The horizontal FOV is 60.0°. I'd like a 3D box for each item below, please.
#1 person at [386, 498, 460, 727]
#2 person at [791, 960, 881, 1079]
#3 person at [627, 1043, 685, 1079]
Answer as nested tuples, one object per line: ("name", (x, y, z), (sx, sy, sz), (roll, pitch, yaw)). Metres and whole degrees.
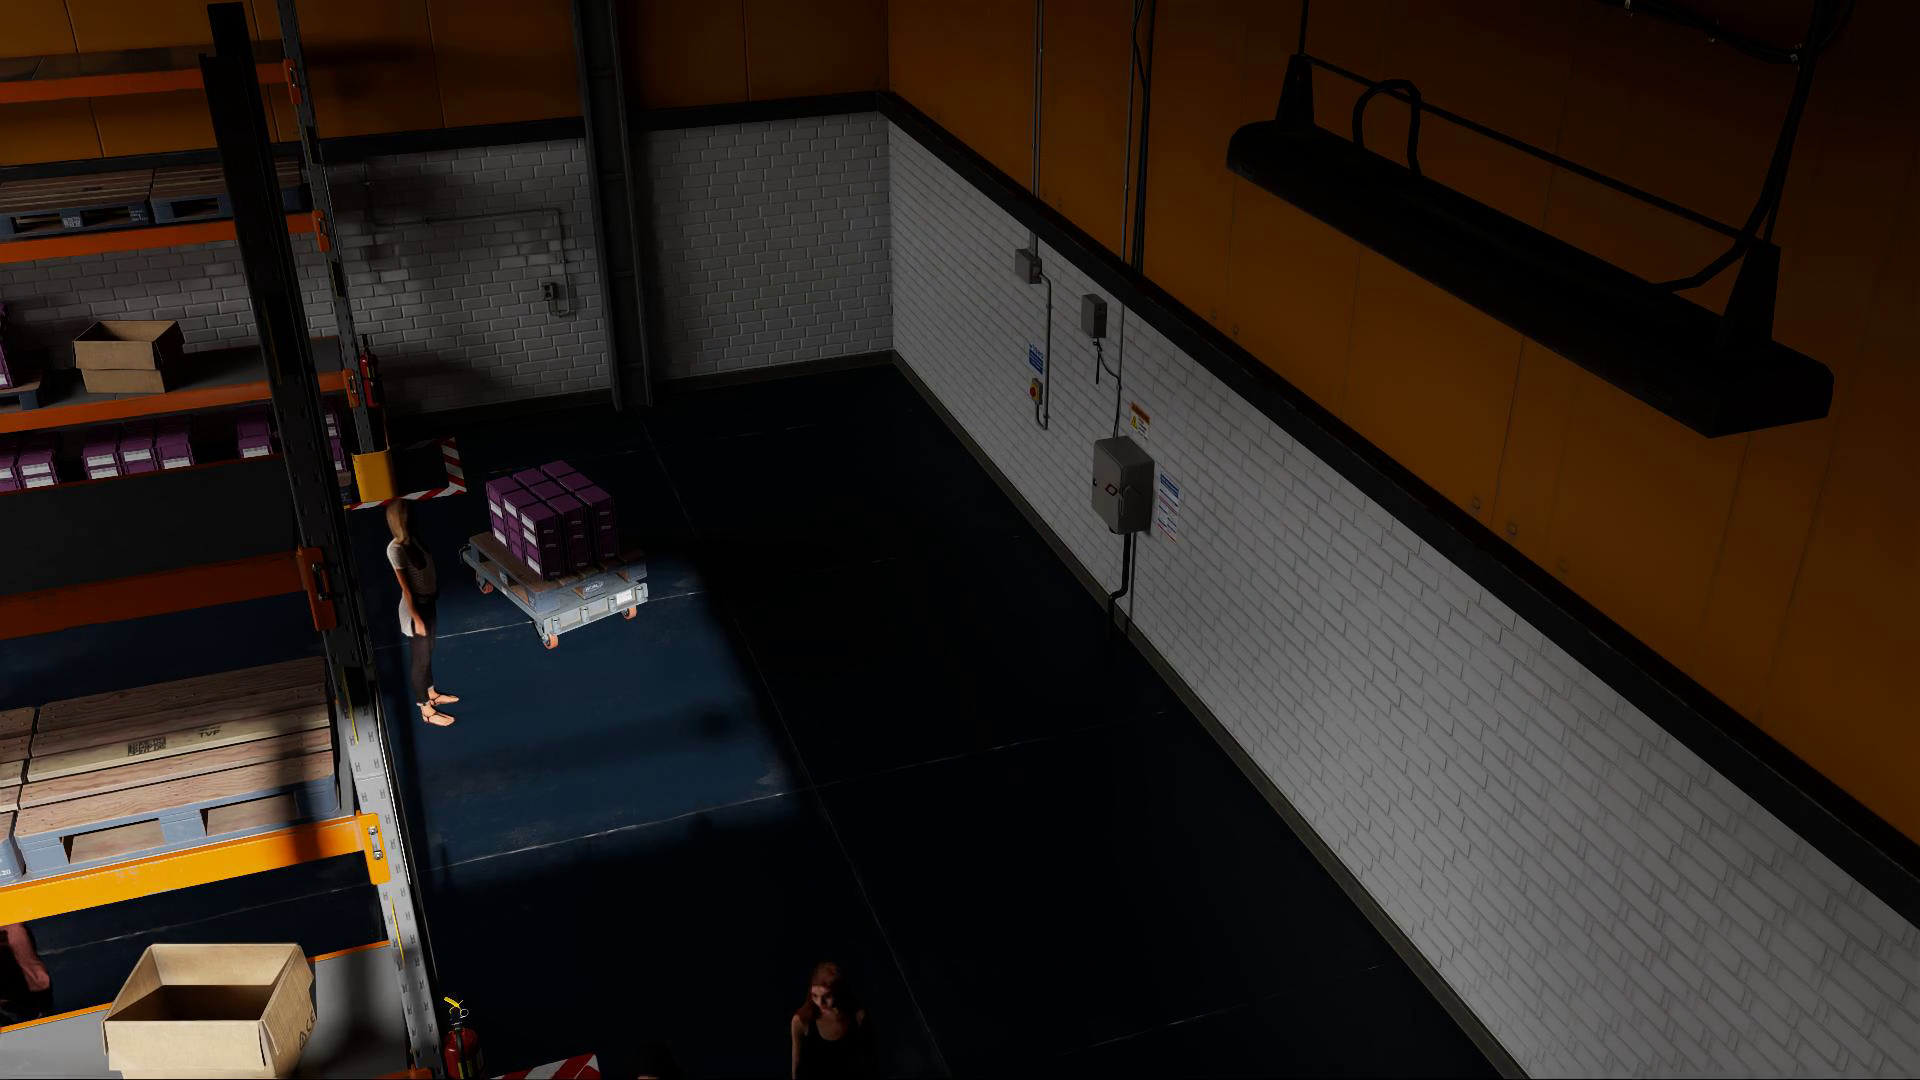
("person", (-4.014, 0.515, 12.283), (0.598, 1.826, 0.638), (-3, 29, -6))
("person", (-0.614, 2.714, 8.384), (1.030, 1.700, 0.855), (-3, 29, -6))
("person", (-1.339, 2.987, 7.863), (0.966, 1.718, 0.814), (-2, 29, -3))
